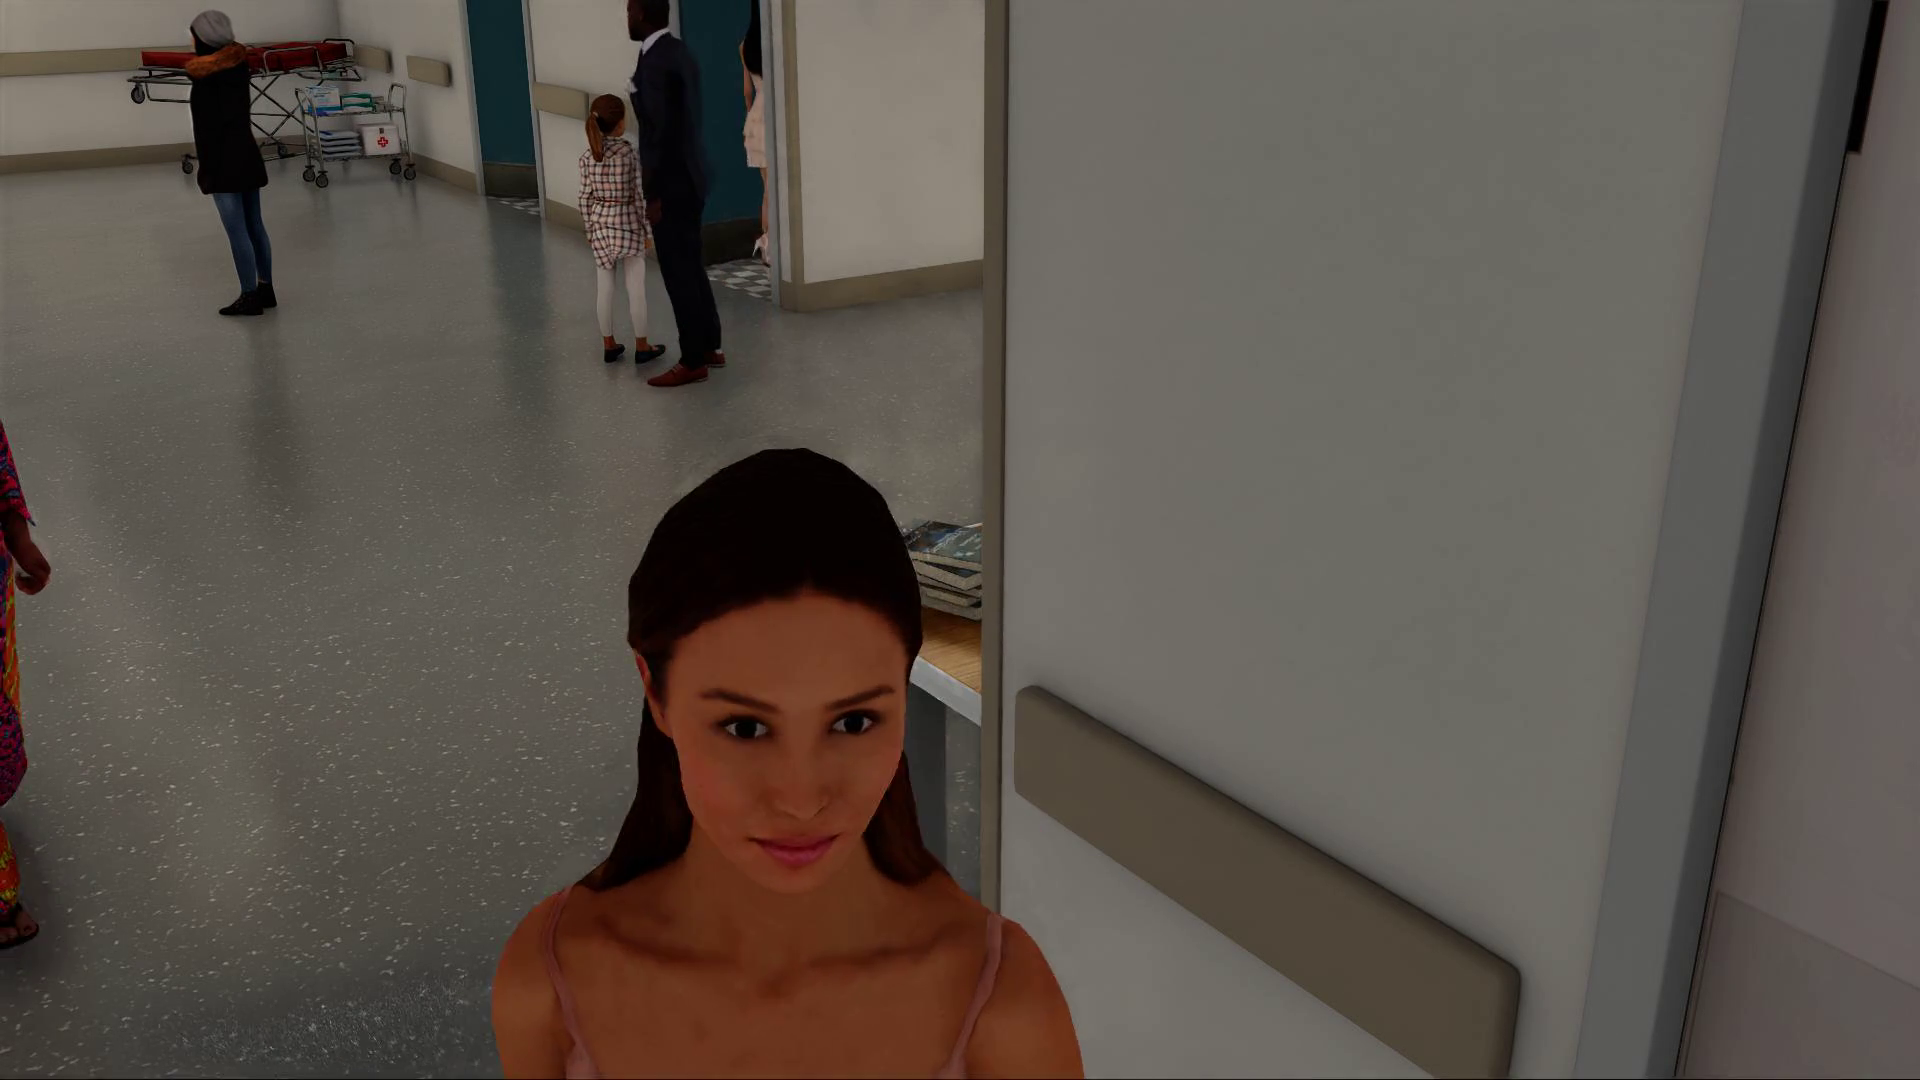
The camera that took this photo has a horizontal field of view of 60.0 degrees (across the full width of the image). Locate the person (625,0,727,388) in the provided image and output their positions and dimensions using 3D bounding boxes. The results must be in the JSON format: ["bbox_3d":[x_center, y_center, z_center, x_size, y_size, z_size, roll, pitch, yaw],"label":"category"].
[{"bbox_3d":[-1.322,-1.654,7.804,0.897,1.814,0.826,-1,21,-3],"label":"person"}]

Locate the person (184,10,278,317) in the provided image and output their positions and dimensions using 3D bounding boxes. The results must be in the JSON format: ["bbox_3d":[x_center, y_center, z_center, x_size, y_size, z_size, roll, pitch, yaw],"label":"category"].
[{"bbox_3d":[-4.008,-2.068,9.153,0.806,1.634,0.738,2,21,6],"label":"person"}]

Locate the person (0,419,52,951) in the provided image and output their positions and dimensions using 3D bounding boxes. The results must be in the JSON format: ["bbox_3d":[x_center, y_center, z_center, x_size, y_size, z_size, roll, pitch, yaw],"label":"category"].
[{"bbox_3d":[-2.296,-0.005,3.626,1.188,1.676,0.812,17,27,38],"label":"person"}]

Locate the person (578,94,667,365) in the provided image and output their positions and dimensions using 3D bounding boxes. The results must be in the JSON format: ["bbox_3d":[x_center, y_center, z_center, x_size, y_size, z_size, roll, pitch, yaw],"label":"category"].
[{"bbox_3d":[-1.690,-1.532,8.193,0.607,1.311,0.675,5,21,13],"label":"person"}]

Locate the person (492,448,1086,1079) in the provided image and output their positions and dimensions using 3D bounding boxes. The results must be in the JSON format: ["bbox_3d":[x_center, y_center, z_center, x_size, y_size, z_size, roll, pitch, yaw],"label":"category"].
[{"bbox_3d":[-0.094,0.790,1.402,1.060,1.778,1.185,2,21,4],"label":"person"}]

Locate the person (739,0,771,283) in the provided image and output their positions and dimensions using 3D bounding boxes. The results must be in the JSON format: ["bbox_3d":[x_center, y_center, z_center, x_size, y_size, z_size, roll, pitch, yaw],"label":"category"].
[{"bbox_3d":[-1.155,-2.376,9.834,0.728,1.727,0.792,11,23,27],"label":"person"}]
